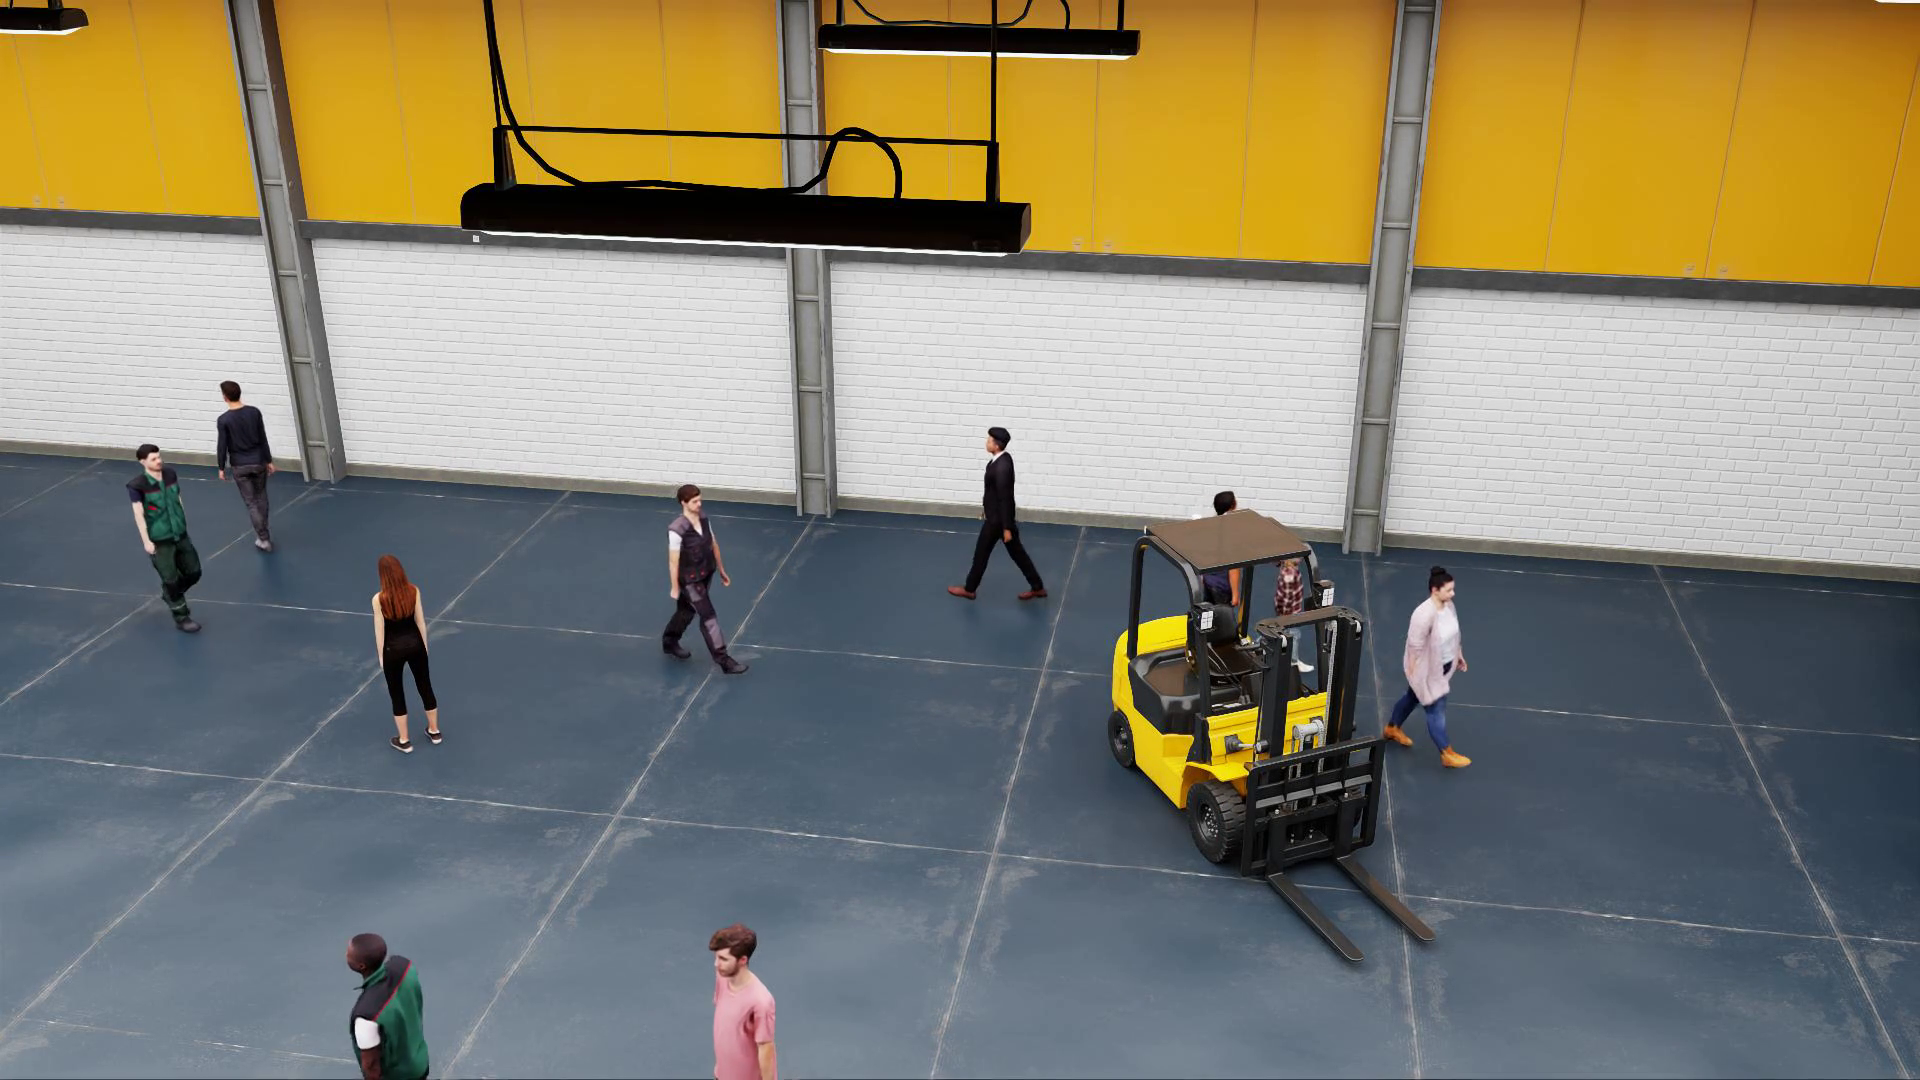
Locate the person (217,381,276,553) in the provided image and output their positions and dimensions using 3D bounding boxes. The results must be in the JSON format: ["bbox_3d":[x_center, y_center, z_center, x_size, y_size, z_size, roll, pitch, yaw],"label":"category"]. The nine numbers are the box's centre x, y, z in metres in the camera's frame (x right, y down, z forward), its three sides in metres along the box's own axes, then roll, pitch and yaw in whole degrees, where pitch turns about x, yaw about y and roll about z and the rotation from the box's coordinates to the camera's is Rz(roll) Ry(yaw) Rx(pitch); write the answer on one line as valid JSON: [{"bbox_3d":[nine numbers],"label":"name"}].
[{"bbox_3d":[-7.422,-0.748,17.432,0.956,1.850,1.063,-22,32,-40],"label":"person"}]

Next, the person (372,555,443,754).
[{"bbox_3d":[-4.601,0.925,13.764,0.644,1.722,0.700,-16,28,-33],"label":"person"}]

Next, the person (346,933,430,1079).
[{"bbox_3d":[-3.014,2.908,9.093,0.858,1.830,0.697,5,24,10],"label":"person"}]

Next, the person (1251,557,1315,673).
[{"bbox_3d":[2.905,0.592,15.064,0.857,1.290,0.563,2,24,5],"label":"person"}]

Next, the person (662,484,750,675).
[{"bbox_3d":[-2.469,0.346,15.005,1.280,1.790,0.847,10,26,22],"label":"person"}]

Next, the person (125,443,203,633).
[{"bbox_3d":[-7.581,-0.036,15.756,0.891,1.888,0.804,11,26,24],"label":"person"}]

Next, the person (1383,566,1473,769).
[{"bbox_3d":[3.770,0.998,13.624,1.196,1.701,1.027,19,30,36],"label":"person"}]

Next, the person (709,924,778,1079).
[{"bbox_3d":[-1.075,2.891,8.998,1.046,1.938,1.067,-22,32,-40],"label":"person"}]

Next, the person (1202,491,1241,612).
[{"bbox_3d":[2.306,0.400,14.876,0.759,1.793,0.719,-13,27,-28],"label":"person"}]

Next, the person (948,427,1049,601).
[{"bbox_3d":[0.498,-0.213,16.228,1.230,1.834,0.725,5,24,11],"label":"person"}]
